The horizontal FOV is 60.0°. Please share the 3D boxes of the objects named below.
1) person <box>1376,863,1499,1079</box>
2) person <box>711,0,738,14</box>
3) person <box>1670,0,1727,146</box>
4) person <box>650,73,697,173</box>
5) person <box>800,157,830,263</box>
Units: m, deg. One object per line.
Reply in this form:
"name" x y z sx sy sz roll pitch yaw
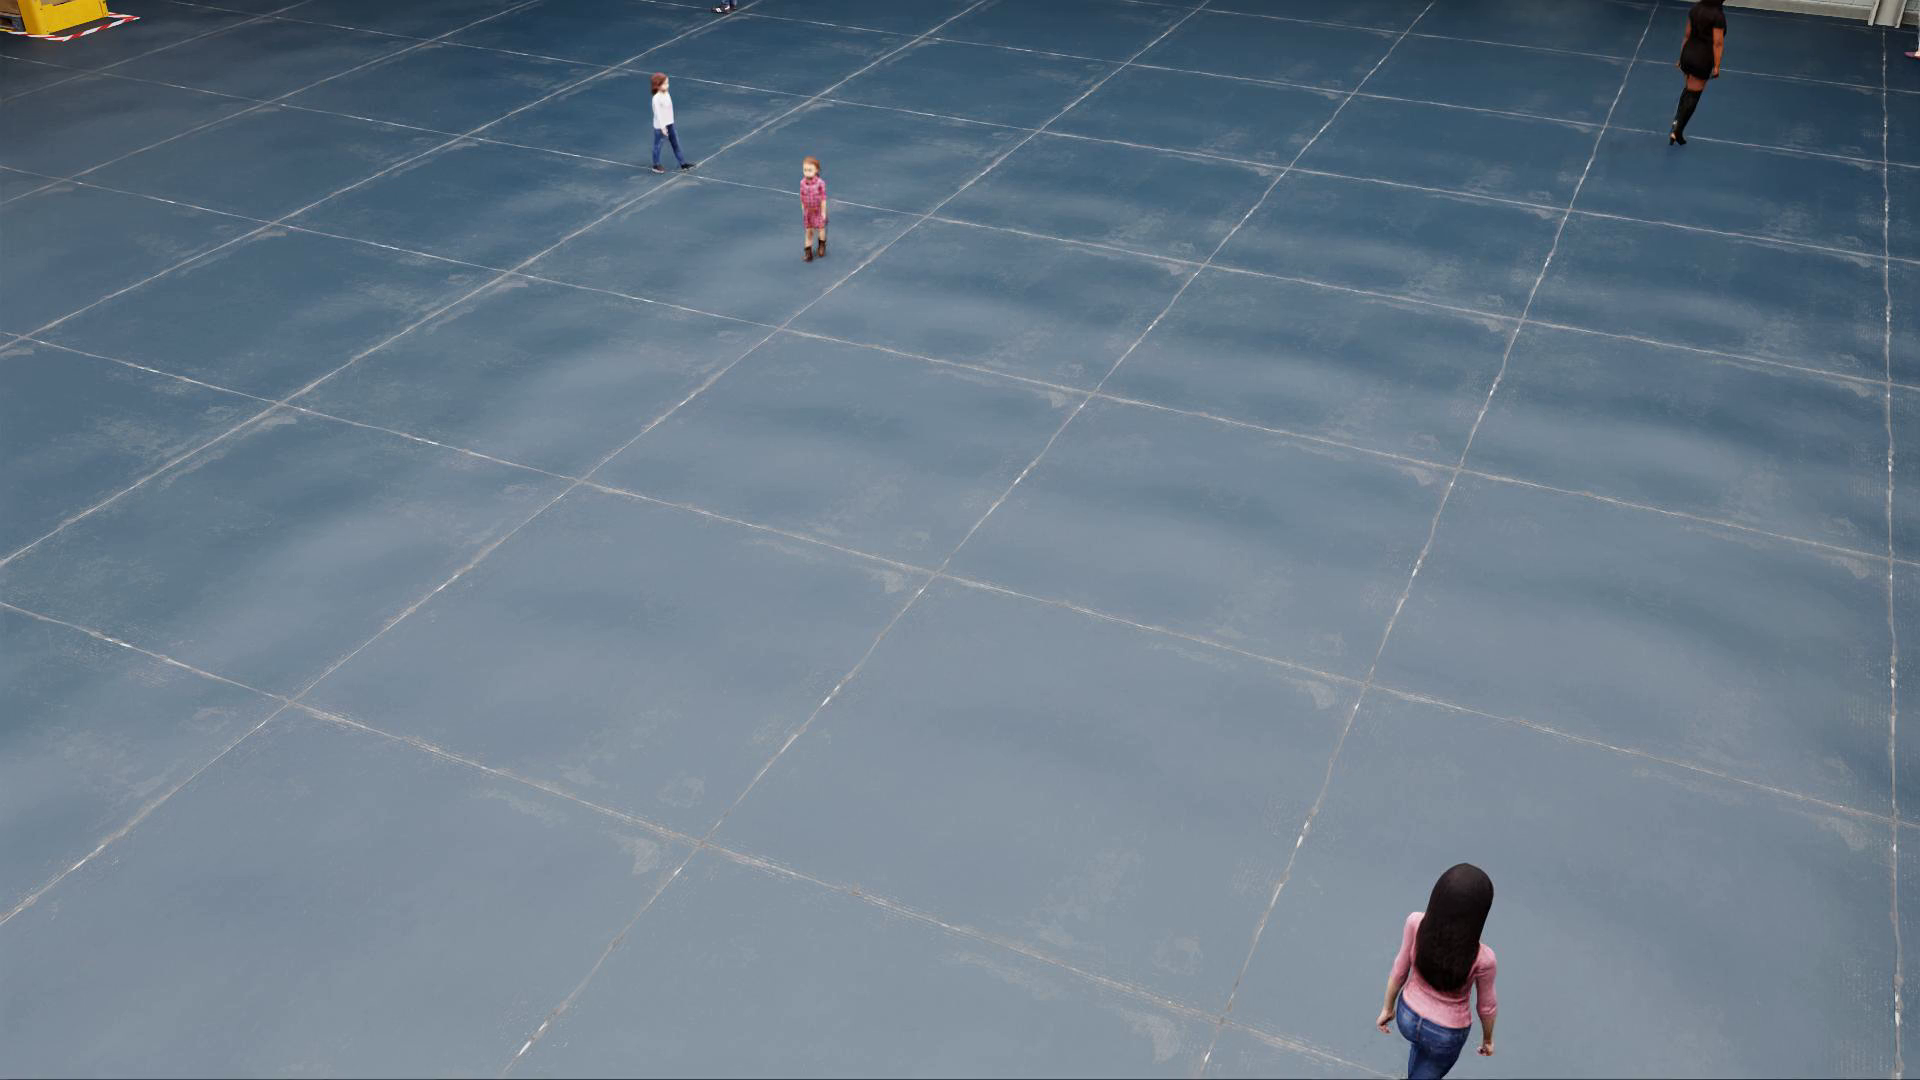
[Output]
"person" 1.928 2.085 6.973 0.904 1.719 0.822 27 41 36
"person" -3.364 -8.449 23.534 0.535 1.866 0.618 13 34 20
"person" 8.171 -5.314 18.587 0.843 1.840 0.782 -11 34 -17
"person" -3.263 -4.511 18.018 0.721 1.090 0.458 15 35 23
"person" -1.378 -3.202 16.029 0.704 0.999 0.605 5 33 8
